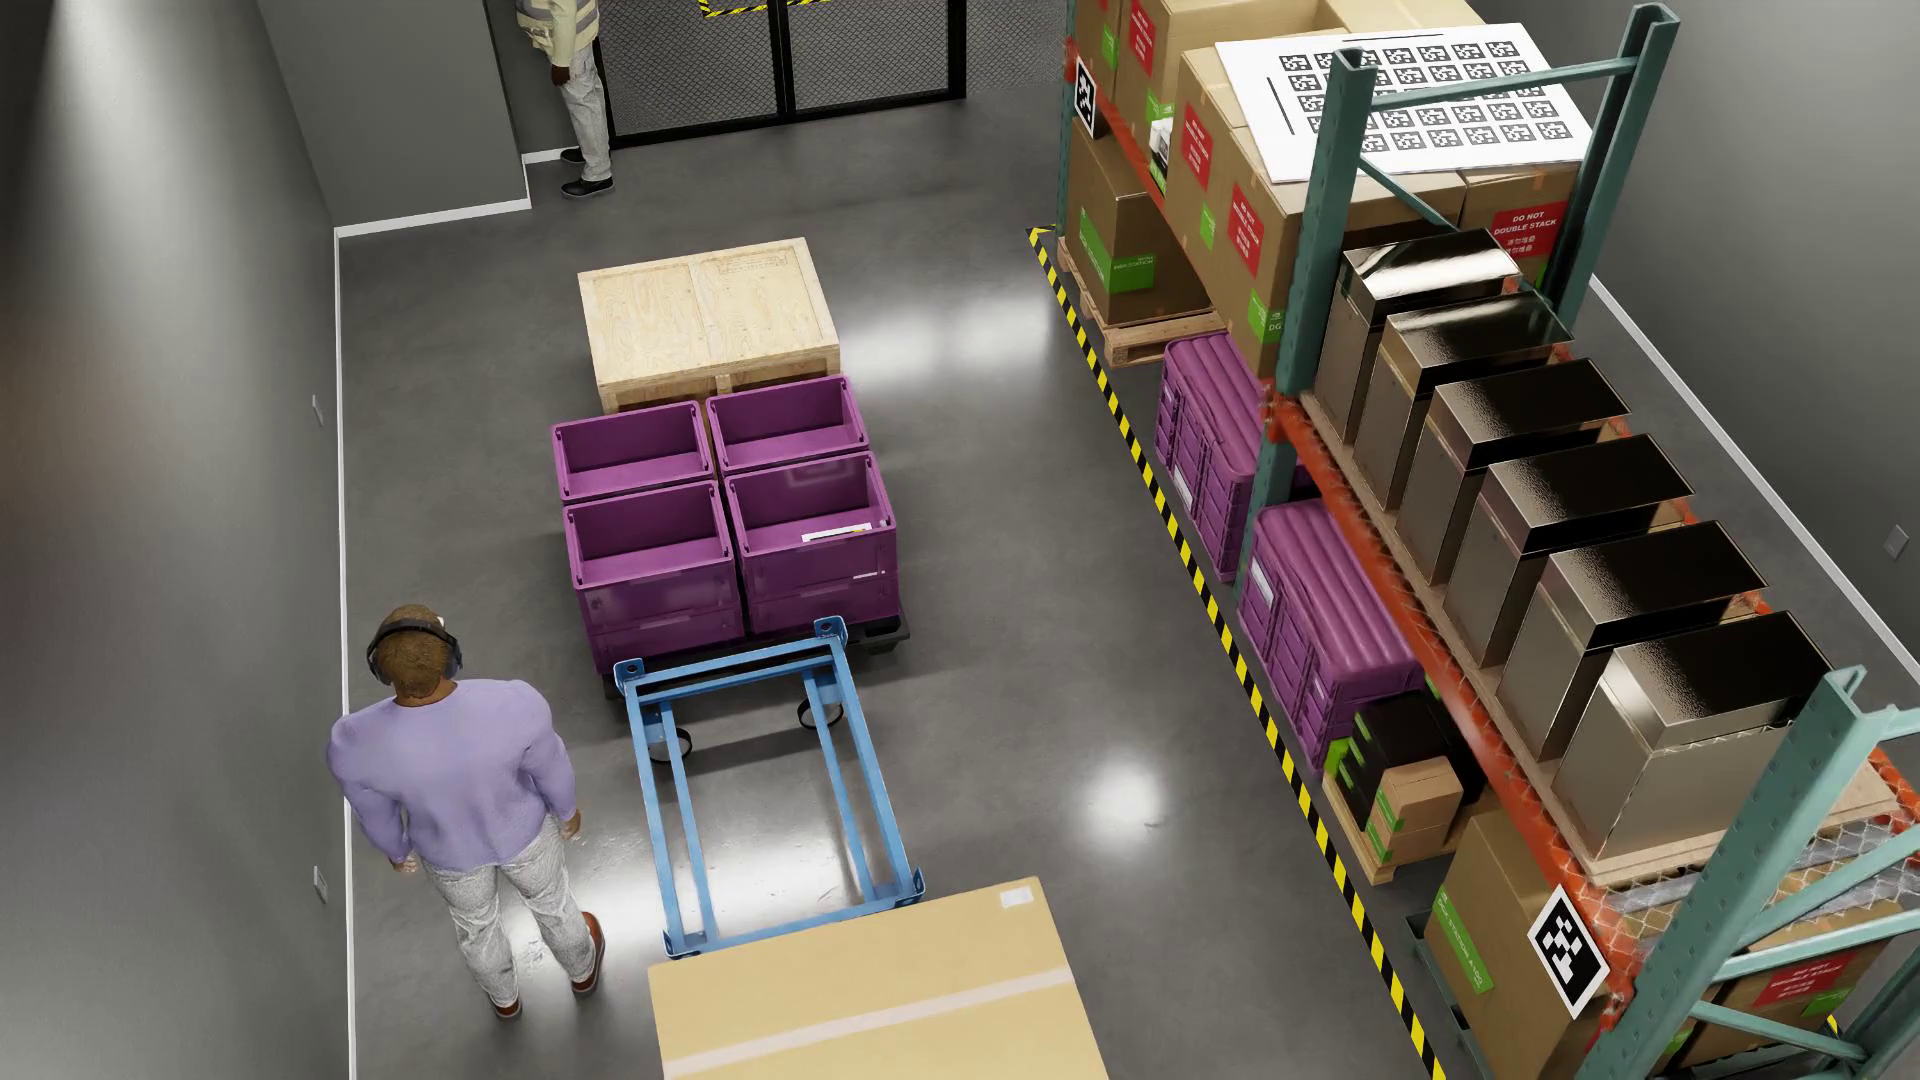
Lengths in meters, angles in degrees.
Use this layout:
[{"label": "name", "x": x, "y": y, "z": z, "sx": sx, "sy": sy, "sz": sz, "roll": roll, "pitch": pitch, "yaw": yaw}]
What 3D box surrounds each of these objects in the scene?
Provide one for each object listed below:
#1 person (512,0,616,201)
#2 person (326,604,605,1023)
[{"label": "person", "x": -1.997, "y": -2.560, "z": 8.307, "sx": 0.403, "sy": 1.835, "sz": 0.588, "roll": -5, "pitch": 48, "yaw": -5}, {"label": "person", "x": -1.466, "y": 0.874, "z": 5.083, "sx": 0.627, "sy": 1.940, "sz": 0.372, "roll": -13, "pitch": 49, "yaw": -11}]
